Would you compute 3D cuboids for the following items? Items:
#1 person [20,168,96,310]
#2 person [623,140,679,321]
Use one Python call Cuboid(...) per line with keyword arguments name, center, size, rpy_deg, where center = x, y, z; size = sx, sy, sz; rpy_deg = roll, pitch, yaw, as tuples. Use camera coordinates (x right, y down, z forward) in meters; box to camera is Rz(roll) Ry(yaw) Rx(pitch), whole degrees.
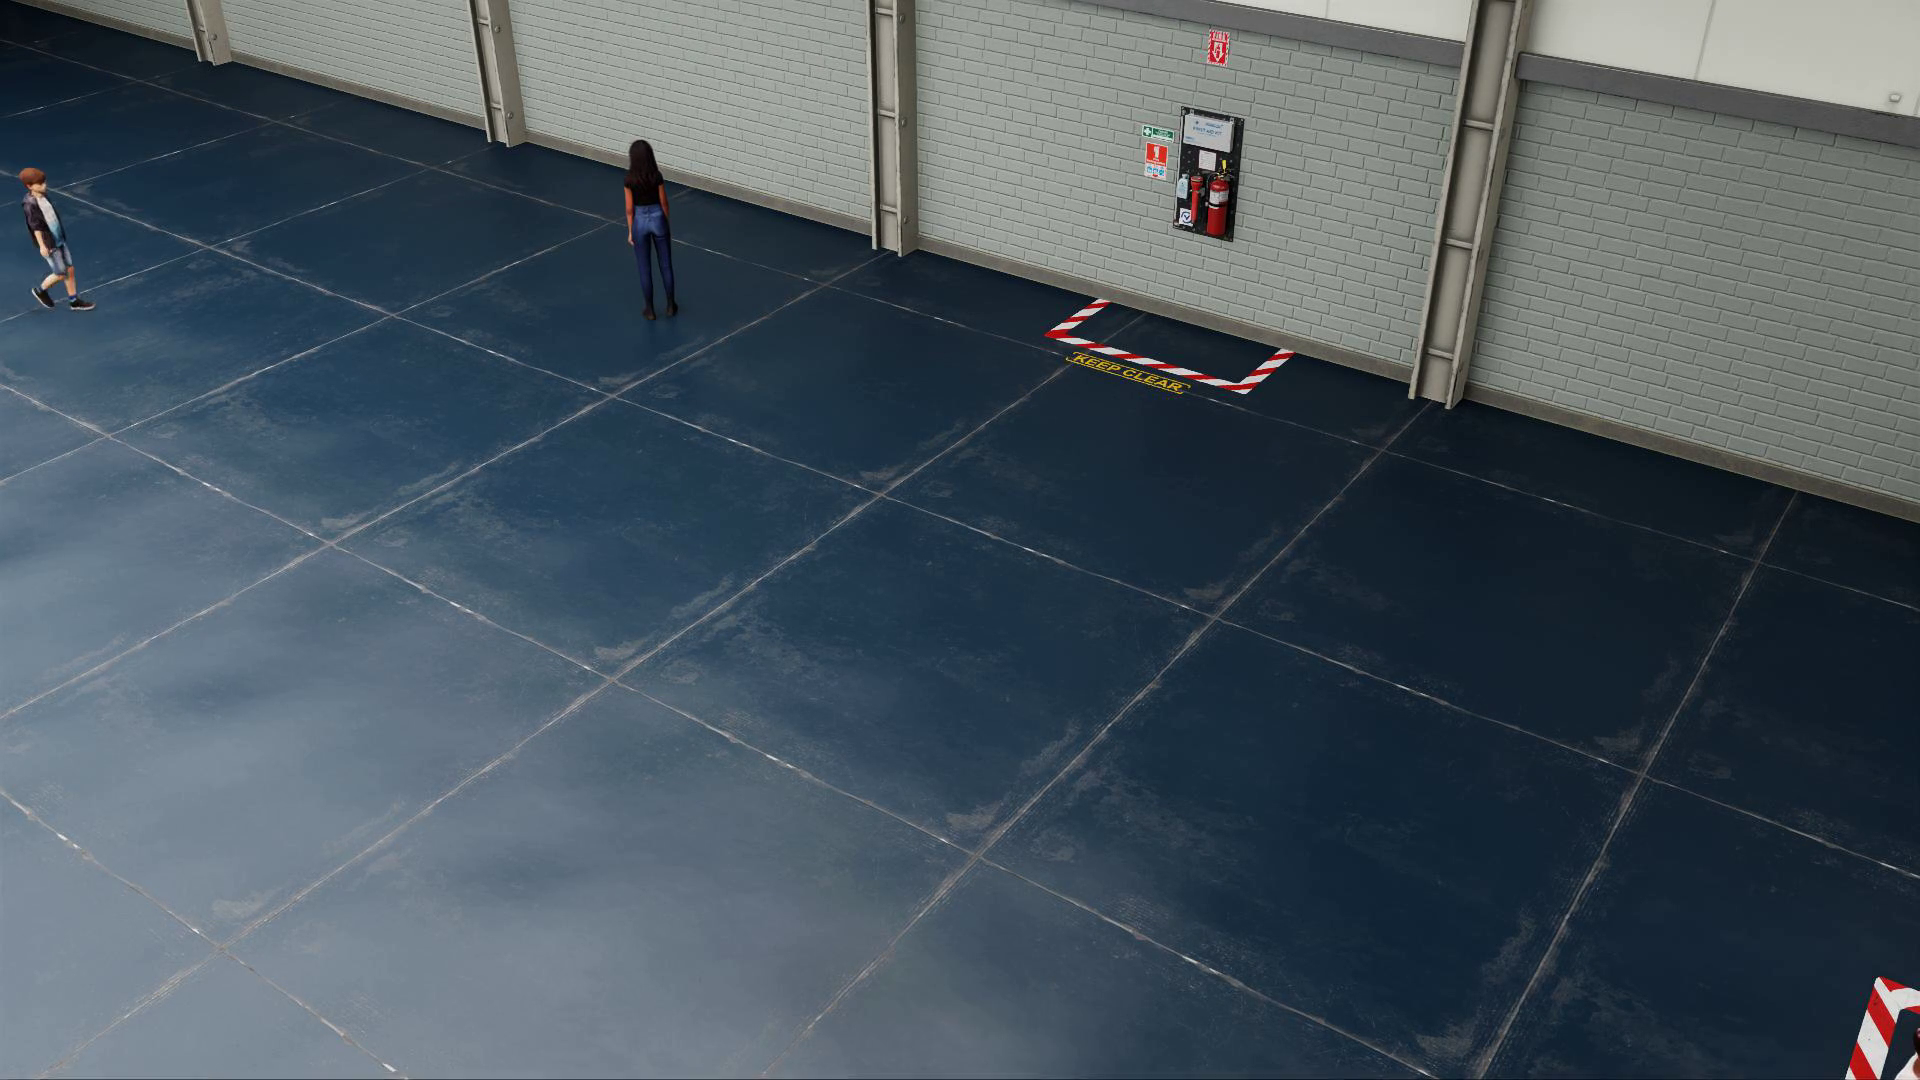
Cuboid(name="person", center=(-8.775, -2.870, 15.961), size=(0.848, 1.436, 0.751), rpy_deg=(0, 32, 0))
Cuboid(name="person", center=(-2.939, -2.941, 15.789), size=(0.657, 1.739, 0.700), rpy_deg=(-9, 33, -14))
